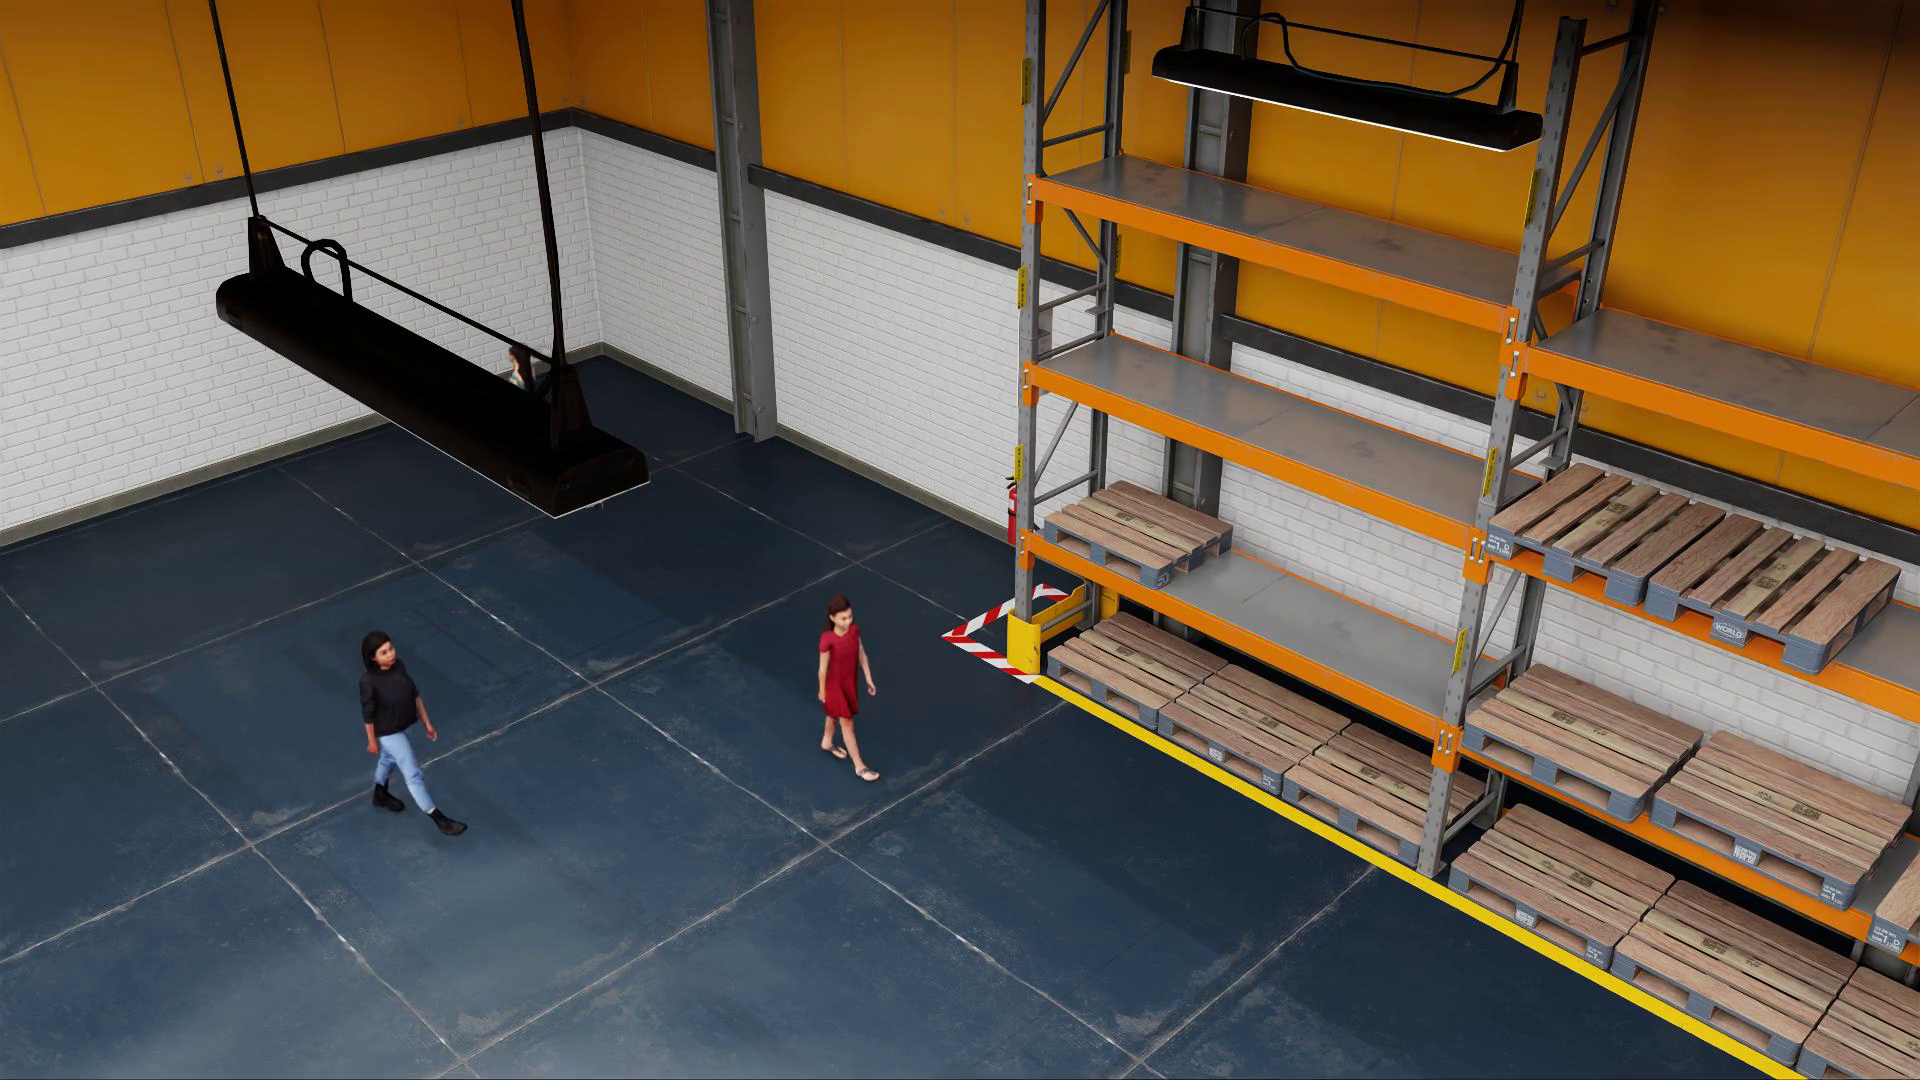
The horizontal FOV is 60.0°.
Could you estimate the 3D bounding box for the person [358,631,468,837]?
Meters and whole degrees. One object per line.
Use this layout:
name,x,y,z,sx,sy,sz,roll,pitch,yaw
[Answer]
person,-4.187,1.388,12.135,1.237,1.643,0.878,11,30,19

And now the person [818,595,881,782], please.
person,-0.972,1.068,12.851,0.936,1.520,0.567,22,36,35

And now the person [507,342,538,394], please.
person,-4.320,-1.200,16.865,0.994,1.657,0.695,16,32,26
